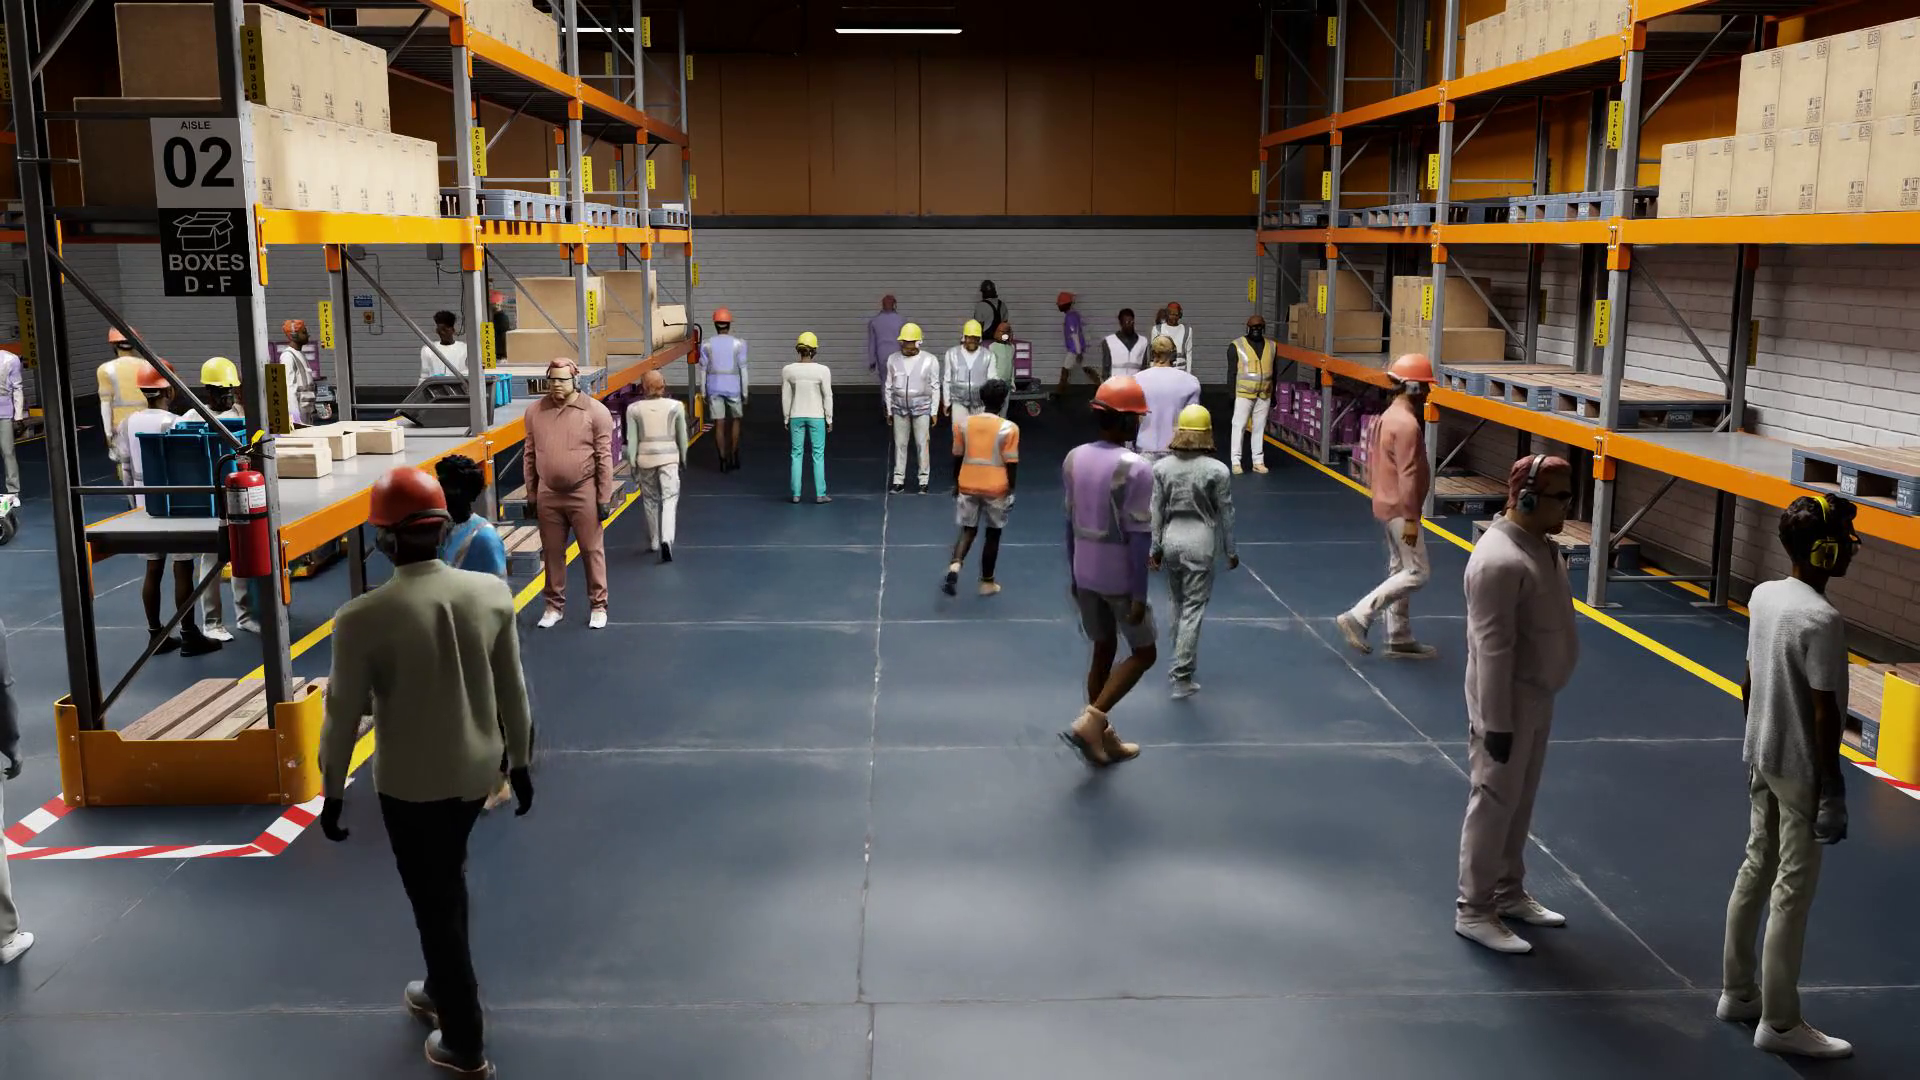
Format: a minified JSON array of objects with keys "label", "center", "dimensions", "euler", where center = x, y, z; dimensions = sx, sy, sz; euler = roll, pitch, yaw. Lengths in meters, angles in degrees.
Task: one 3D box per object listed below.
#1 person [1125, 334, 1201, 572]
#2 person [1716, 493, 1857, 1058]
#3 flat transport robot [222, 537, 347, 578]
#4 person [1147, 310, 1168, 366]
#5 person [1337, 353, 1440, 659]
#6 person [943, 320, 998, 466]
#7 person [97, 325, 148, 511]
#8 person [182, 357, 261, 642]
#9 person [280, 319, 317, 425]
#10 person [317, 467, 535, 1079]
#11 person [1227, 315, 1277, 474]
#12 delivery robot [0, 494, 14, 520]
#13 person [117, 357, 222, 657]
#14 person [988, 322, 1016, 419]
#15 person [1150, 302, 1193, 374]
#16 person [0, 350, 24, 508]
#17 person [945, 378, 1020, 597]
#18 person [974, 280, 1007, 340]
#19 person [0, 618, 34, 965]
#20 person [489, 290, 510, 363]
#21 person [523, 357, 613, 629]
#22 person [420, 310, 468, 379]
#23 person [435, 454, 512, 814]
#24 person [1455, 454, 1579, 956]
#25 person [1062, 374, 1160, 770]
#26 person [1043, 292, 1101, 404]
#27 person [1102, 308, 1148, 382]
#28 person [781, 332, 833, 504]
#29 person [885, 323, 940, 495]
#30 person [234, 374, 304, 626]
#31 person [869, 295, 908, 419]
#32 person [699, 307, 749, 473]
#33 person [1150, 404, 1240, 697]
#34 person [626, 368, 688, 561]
[{"label":"person","center":[1.634,-0.698,13.522],"dimensions":[0.635,1.936,0.350],"euler":[1,10,4]},{"label":"person","center":[2.784,0.773,5.527],"dimensions":[0.328,1.868,0.512],"euler":[-1,10,-4]},{"label":"flat transport robot","center":[-5.580,0.082,13.819],"dimensions":[0.652,0.197,1.431],"euler":[-1,10,-7]},{"label":"person","center":[3.304,-2.932,26.919],"dimensions":[0.524,1.577,0.864],"euler":[-1,10,-4]},{"label":"person","center":[2.774,-0.195,10.586],"dimensions":[0.570,1.980,0.639],"euler":[1,10,5]},{"label":"person","center":[0.127,-1.527,18.471],"dimensions":[0.625,1.810,0.690],"euler":[0,10,-2]},{"label":"person","center":[-7.844,-1.088,15.764],"dimensions":[0.547,1.921,0.458],"euler":[-8,13,-39]},{"label":"person","center":[-4.943,-0.274,11.227],"dimensions":[0.399,1.919,0.589],"euler":[6,12,28]},{"label":"person","center":[-6.830,-1.336,17.223],"dimensions":[0.350,1.884,0.583],"euler":[-2,10,-11]},{"label":"person","center":[-1.787,0.738,5.418],"dimensions":[0.782,1.967,0.653],"euler":[9,13,41]},{"label":"person","center":[3.394,-1.678,19.257],"dimensions":[0.629,1.840,0.429],"euler":[-3,11,-15]},{"label":"delivery robot","center":[-8.798,-0.269,14.725],"dimensions":[0.707,0.478,0.477],"euler":[-4,11,-22]},{"label":"person","center":[-5.126,-0.206,10.774],"dimensions":[0.549,1.941,0.354],"euler":[3,11,14]},{"label":"person","center":[0.554,-2.046,21.881],"dimensions":[0.286,1.632,0.500],"euler":[9,14,42]},{"label":"person","center":[2.824,-2.238,22.255],"dimensions":[0.573,1.883,0.355],"euler":[0,10,-2]},{"label":"person","center":[-9.739,-1.263,16.730],"dimensions":[0.585,1.917,0.382],"euler":[-3,11,-16]},{"label":"person","center":[0.152,-0.366,12.392],"dimensions":[0.566,1.673,0.564],"euler":[5,11,26]},{"label":"person","center":[0.457,-3.420,28.400],"dimensions":[0.697,2.000,0.537],"euler":[-10,14,-43]},{"label":"person","center":[-3.723,0.785,6.108],"dimensions":[0.500,1.633,0.280],"euler":[-4,11,-20]},{"label":"person","center":[-6.861,-2.748,24.854],"dimensions":[0.708,1.972,0.637],"euler":[-5,11,-26]},{"label":"person","center":[-2.721,-0.317,11.530],"dimensions":[0.639,1.899,0.395],"euler":[1,10,8]},{"label":"person","center":[-5.455,-1.477,17.788],"dimensions":[0.612,1.962,0.367],"euler":[0,10,-3]},{"label":"person","center":[-2.334,0.438,7.859],"dimensions":[0.541,1.698,0.315],"euler":[10,14,43]},{"label":"person","center":[2.135,0.614,6.339],"dimensions":[0.398,1.897,0.646],"euler":[7,12,33]},{"label":"person","center":[0.730,0.185,8.366],"dimensions":[0.518,2.030,0.608],"euler":[-9,13,-40]},{"label":"person","center":[1.959,-3.155,27.460],"dimensions":[1.073,1.868,0.597],"euler":[3,11,14]},{"label":"person","center":[1.957,-1.826,19.922],"dimensions":[0.596,1.899,0.562],"euler":[-3,11,-17]},{"label":"person","center":[-1.558,-1.245,17.048],"dimensions":[0.533,1.767,0.312],"euler":[2,10,9]},{"label":"person","center":[-0.511,-1.382,17.639],"dimensions":[0.592,1.828,0.404],"euler":[2,10,13]},{"label":"person","center":[-4.775,-0.264,11.430],"dimensions":[0.606,1.821,0.686],"euler":[-8,13,-39]},{"label":"person","center":[-1.070,-2.755,25.115],"dimensions":[0.650,1.887,0.541],"euler":[4,11,19]},{"label":"person","center":[-2.764,-1.767,19.532],"dimensions":[0.571,1.913,0.780],"euler":[-1,10,-6]},{"label":"person","center":[1.430,0.051,9.956],"dimensions":[0.492,1.724,0.693],"euler":[7,13,36]},{"label":"person","center":[-2.571,-0.646,14.129],"dimensions":[0.502,1.612,0.770],"euler":[-1,10,-5]}]
